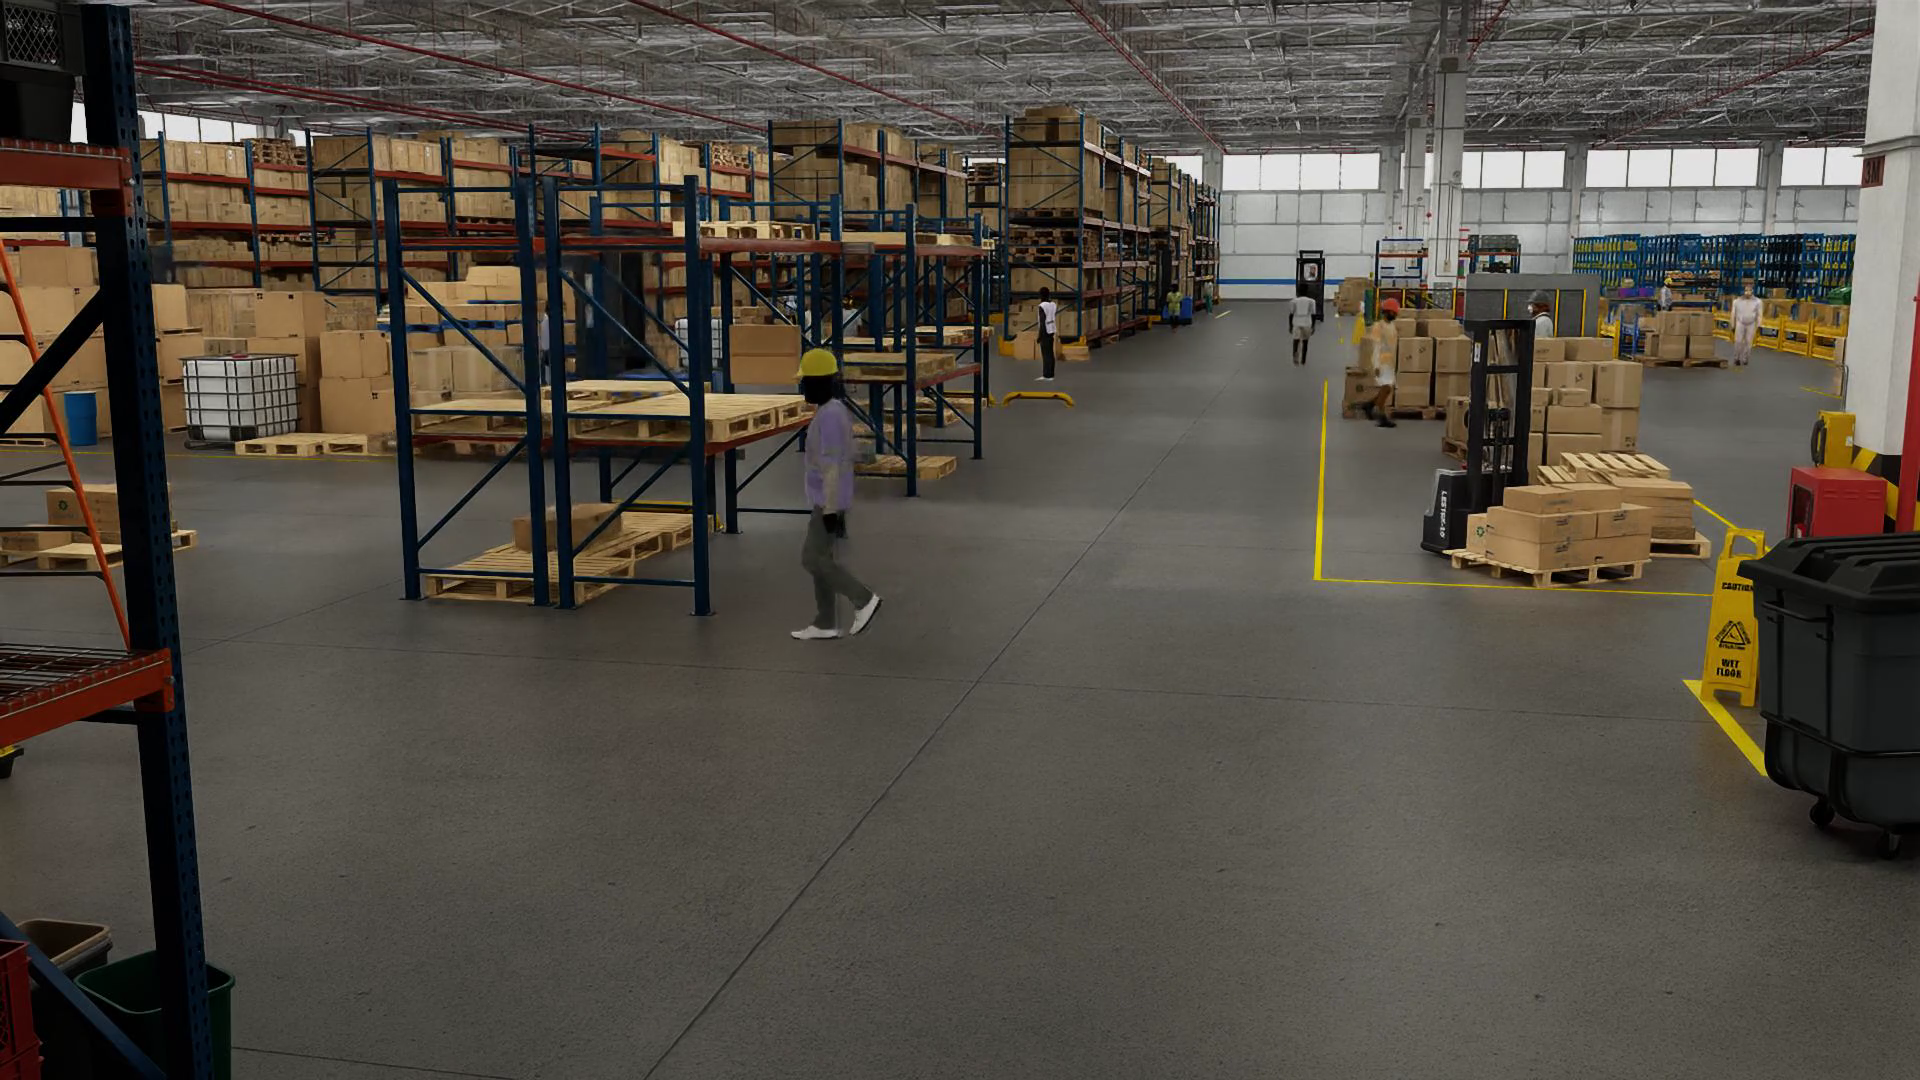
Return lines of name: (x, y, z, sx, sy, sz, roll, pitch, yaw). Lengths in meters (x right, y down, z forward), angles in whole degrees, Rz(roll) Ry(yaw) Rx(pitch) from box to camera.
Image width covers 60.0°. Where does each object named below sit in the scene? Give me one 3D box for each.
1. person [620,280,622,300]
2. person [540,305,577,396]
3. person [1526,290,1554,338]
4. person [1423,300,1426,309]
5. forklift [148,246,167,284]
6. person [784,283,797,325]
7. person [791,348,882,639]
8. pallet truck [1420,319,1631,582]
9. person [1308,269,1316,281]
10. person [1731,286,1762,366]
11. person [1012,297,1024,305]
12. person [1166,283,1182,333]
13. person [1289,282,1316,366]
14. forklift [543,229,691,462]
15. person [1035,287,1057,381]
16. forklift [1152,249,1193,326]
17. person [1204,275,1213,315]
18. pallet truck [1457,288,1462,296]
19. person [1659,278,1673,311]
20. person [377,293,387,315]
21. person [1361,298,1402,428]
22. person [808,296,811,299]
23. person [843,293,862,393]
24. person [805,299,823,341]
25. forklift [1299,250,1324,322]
person: (-9.068, -5.918, 44.101, 0.646, 1.919, 0.479, 9, 13, 42)
person: (-6.642, -3.085, 27.664, 0.932, 1.795, 0.658, -2, 10, -10)
person: (8.203, -2.556, 23.823, 0.539, 2.000, 0.689, 3, 10, 20)
person: (15.844, -7.806, 56.114, 0.279, 1.633, 0.498, -7, 12, -34)
forklift: (-21.101, -6.343, 43.768, 1.873, 2.768, 1.129, -7, 12, -34)
person: (-5.750, -7.871, 56.324, 0.532, 1.694, 0.319, -8, 13, -40)
person: (-0.827, -0.280, 10.729, 0.489, 1.908, 0.603, -1, 10, -6)
pallet truck: (4.543, -0.757, 13.299, 0.823, 1.965, 1.885, -4, 10, -22)
person: (17.680, -12.615, 83.522, 0.397, 1.992, 0.621, 6, 11, 31)
person: (18.350, -4.987, 38.810, 0.641, 1.843, 1.031, 4, 10, 21)
person: (2.048, -8.363, 59.022, 0.523, 1.769, 0.314, 9, 13, 43)
person: (7.193, -7.786, 55.818, 0.549, 1.683, 0.386, 2, 10, 11)
person: (7.950, -5.010, 38.615, 0.617, 1.948, 0.617, 2, 10, 13)
forklift: (-4.150, -2.414, 20.503, 1.873, 2.768, 1.129, 2, 10, 12)
person: (1.767, -4.198, 33.924, 0.392, 1.915, 0.590, 5, 11, 29)
forklift: (7.646, -9.320, 61.395, 1.873, 2.768, 1.129, 2, 10, 11)
person: (11.102, -10.953, 74.400, 0.347, 1.762, 0.523, -7, 12, -35)
pallet truck: (20.506, -9.785, 68.819, 0.653, 1.274, 1.630, 2, 10, 12)
person: (24.644, -8.225, 58.066, 0.403, 1.819, 0.599, 7, 12, 37)
person: (-13.653, -5.035, 39.611, 0.403, 1.670, 0.538, -4, 10, -20)
person: (6.232, -2.621, 24.587, 0.543, 1.914, 0.582, -9, 13, -43)
person: (-5.617, -9.164, 64.158, 0.507, 1.632, 0.272, -1, 10, -4)
person: (-2.058, -3.638, 30.754, 0.517, 1.865, 0.334, 2, 10, 14)
person: (-3.211, -4.381, 35.909, 0.519, 1.621, 0.681, -2, 10, -12)
forklift: (13.778, -10.002, 65.433, 1.129, 2.768, 1.873, 2, 10, 12)
